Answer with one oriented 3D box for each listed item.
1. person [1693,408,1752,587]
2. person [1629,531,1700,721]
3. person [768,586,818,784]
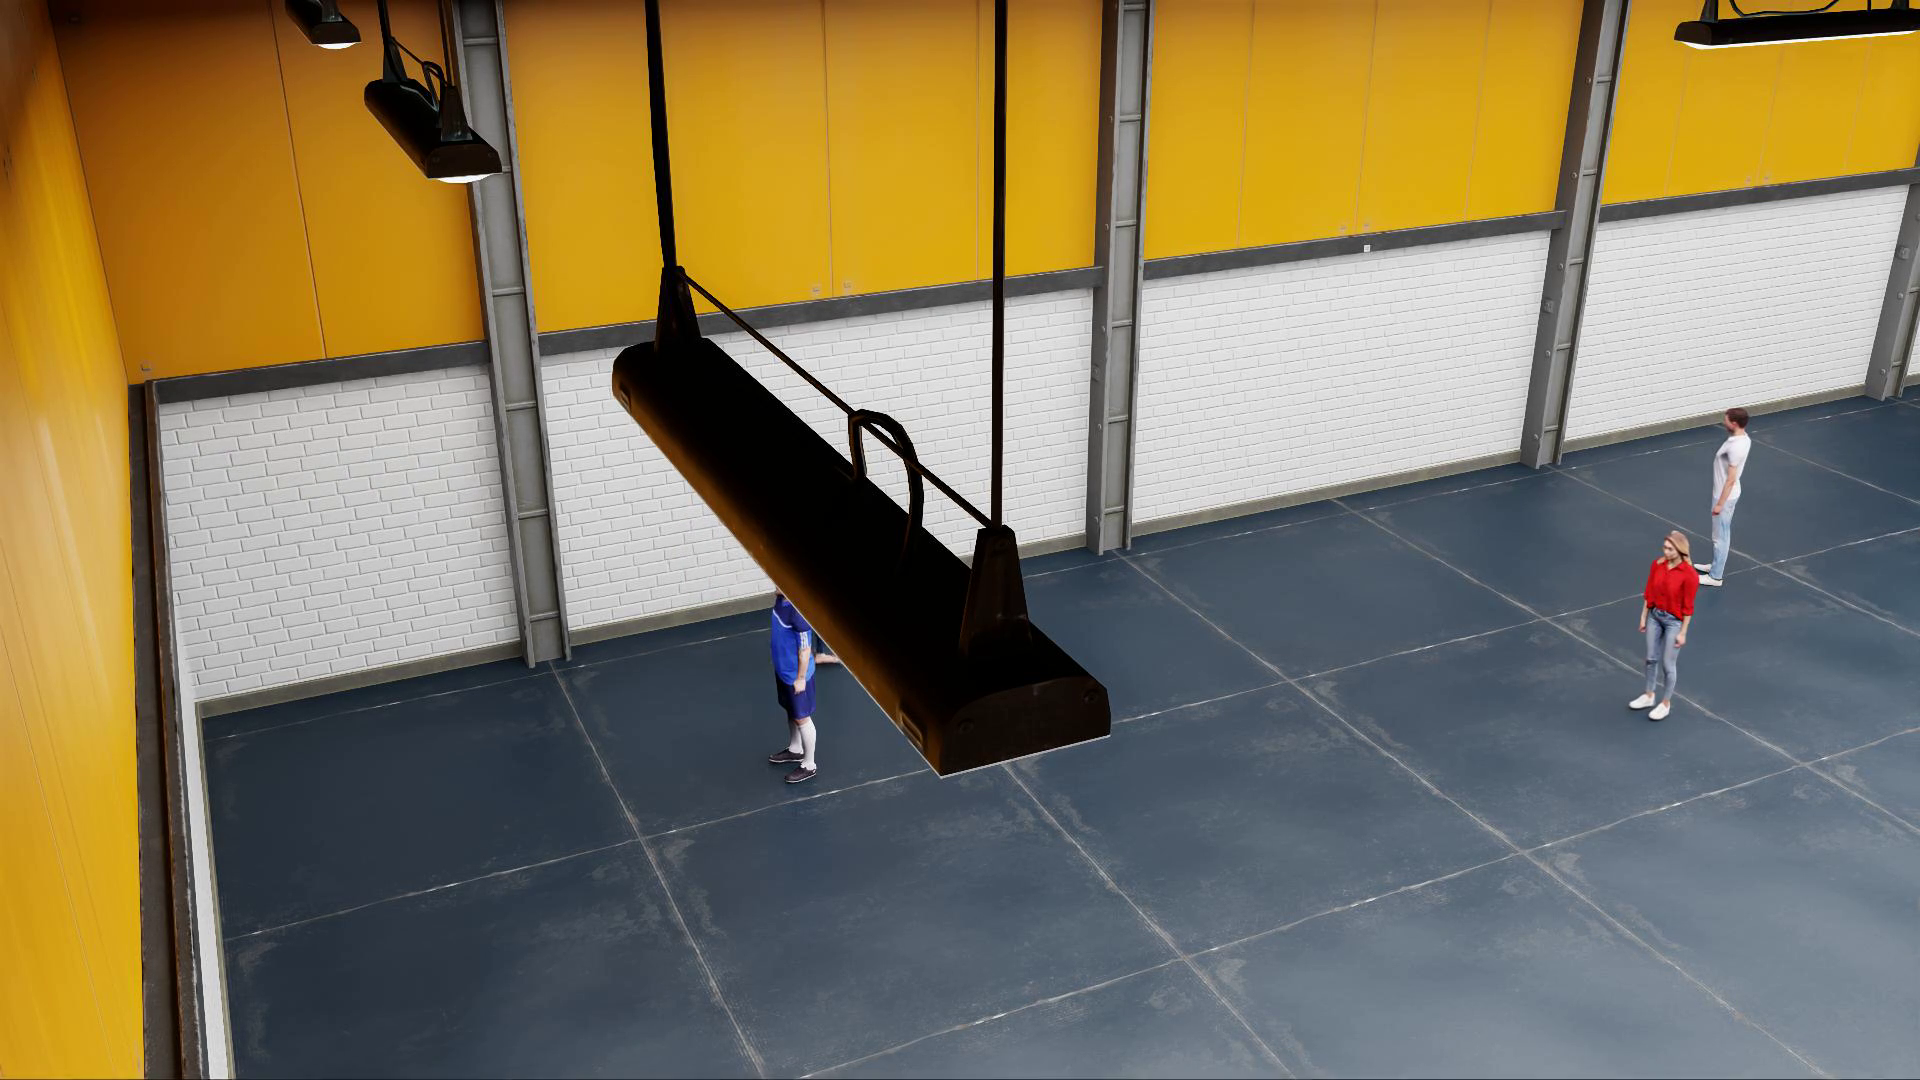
[{"bbox_3d":[7.698,-0.447,16.699,0.792,1.856,0.684,13,27,28],"label":"person"},{"bbox_3d":[6.055,0.713,14.241,0.574,1.700,0.654,-15,28,-31],"label":"person"},{"bbox_3d":[-1.330,1.038,13.319,0.561,1.842,0.664,-11,26,-24],"label":"person"}]
